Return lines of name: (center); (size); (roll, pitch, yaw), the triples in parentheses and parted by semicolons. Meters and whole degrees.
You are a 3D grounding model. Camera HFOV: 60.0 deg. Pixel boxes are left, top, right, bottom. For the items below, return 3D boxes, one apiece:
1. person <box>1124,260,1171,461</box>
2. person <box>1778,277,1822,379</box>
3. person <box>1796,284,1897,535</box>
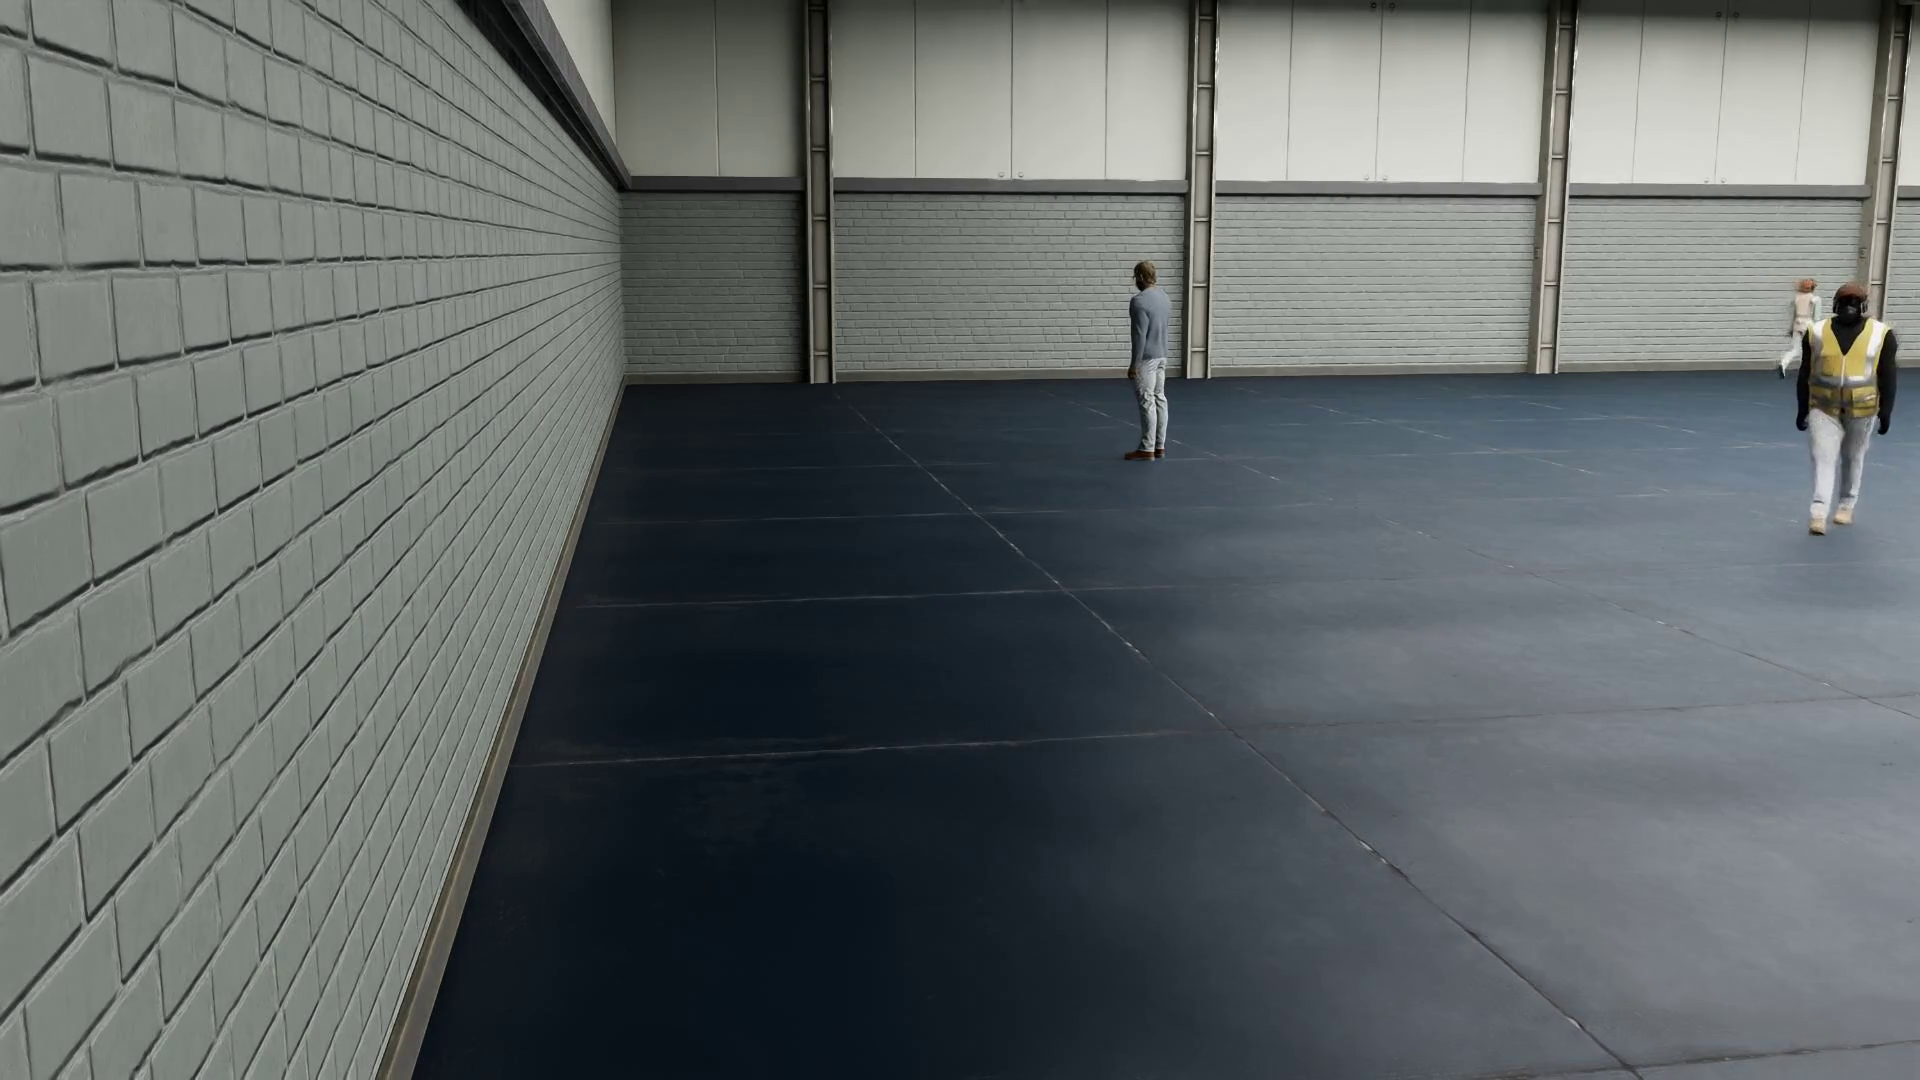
person: (1.816, -1.731, 16.123); (0.379, 1.933, 0.629); (7, 12, 34)
person: (13.059, -3.256, 25.802); (0.608, 1.621, 0.520); (-5, 11, -25)
person: (6.431, -0.960, 12.099); (0.639, 1.797, 0.945); (6, 11, 30)
